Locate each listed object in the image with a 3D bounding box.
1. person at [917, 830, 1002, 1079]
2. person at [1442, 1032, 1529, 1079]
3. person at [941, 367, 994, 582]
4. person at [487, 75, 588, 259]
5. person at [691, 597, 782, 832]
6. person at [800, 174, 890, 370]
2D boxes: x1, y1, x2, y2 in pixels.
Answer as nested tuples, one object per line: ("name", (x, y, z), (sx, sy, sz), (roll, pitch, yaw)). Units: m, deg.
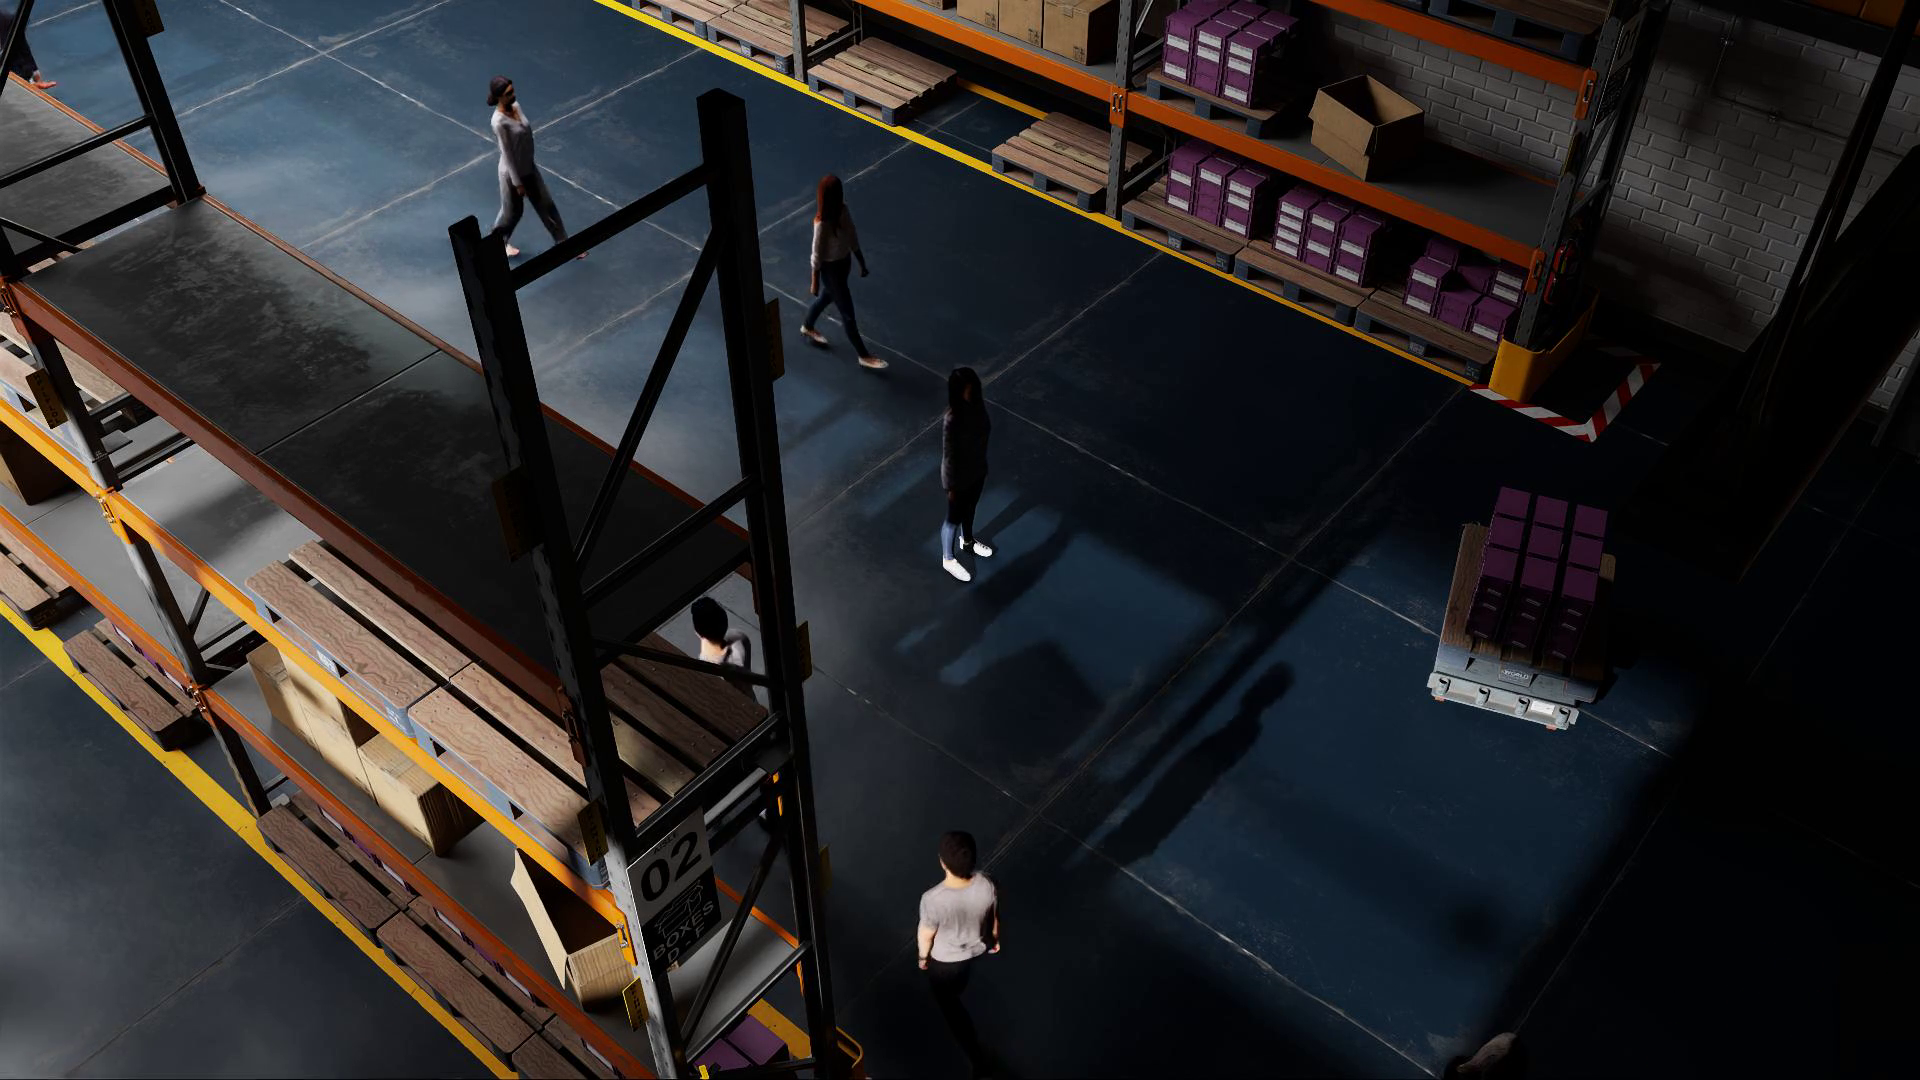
("person", (0.015, 2.189, 8.740), (0.853, 1.693, 1.135), (-21, 48, -21))
("person", (2.384, 2.934, 7.951), (1.118, 1.702, 0.708), (33, 53, 30))
("person", (0.030, -0.492, 11.525), (0.561, 1.733, 0.637), (23, 48, 22))
("person", (-3.887, -3.160, 14.333), (1.163, 1.723, 0.862), (13, 45, 14))
("person", (-1.290, 1.095, 9.774), (1.007, 1.852, 0.680), (31, 52, 28))
("person", (-1.072, -2.182, 13.331), (1.174, 1.688, 0.762), (20, 47, 20))
